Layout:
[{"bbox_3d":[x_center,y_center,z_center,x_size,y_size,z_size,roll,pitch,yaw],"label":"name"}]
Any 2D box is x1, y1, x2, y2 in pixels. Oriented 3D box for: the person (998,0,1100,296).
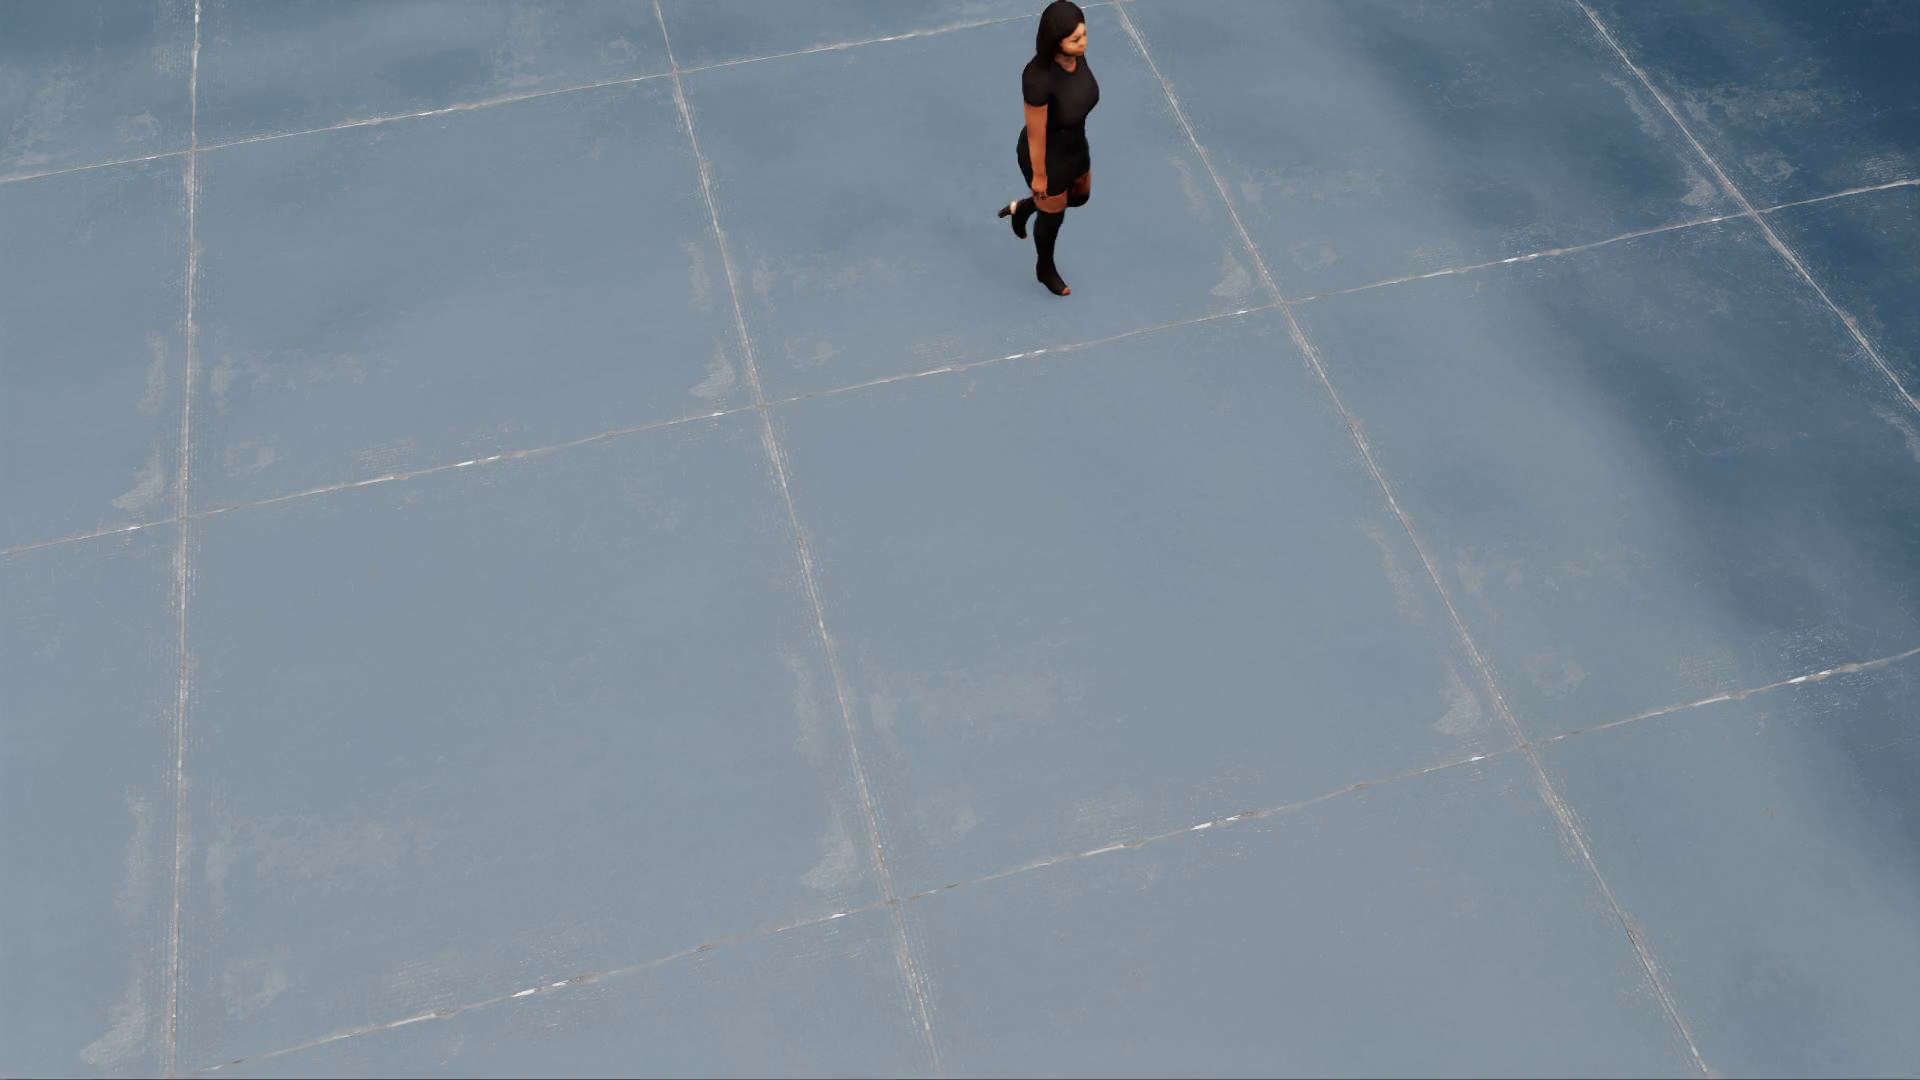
[{"bbox_3d":[0.426,-2.081,8.847,0.966,1.839,0.889,30,58,21],"label":"person"}]
